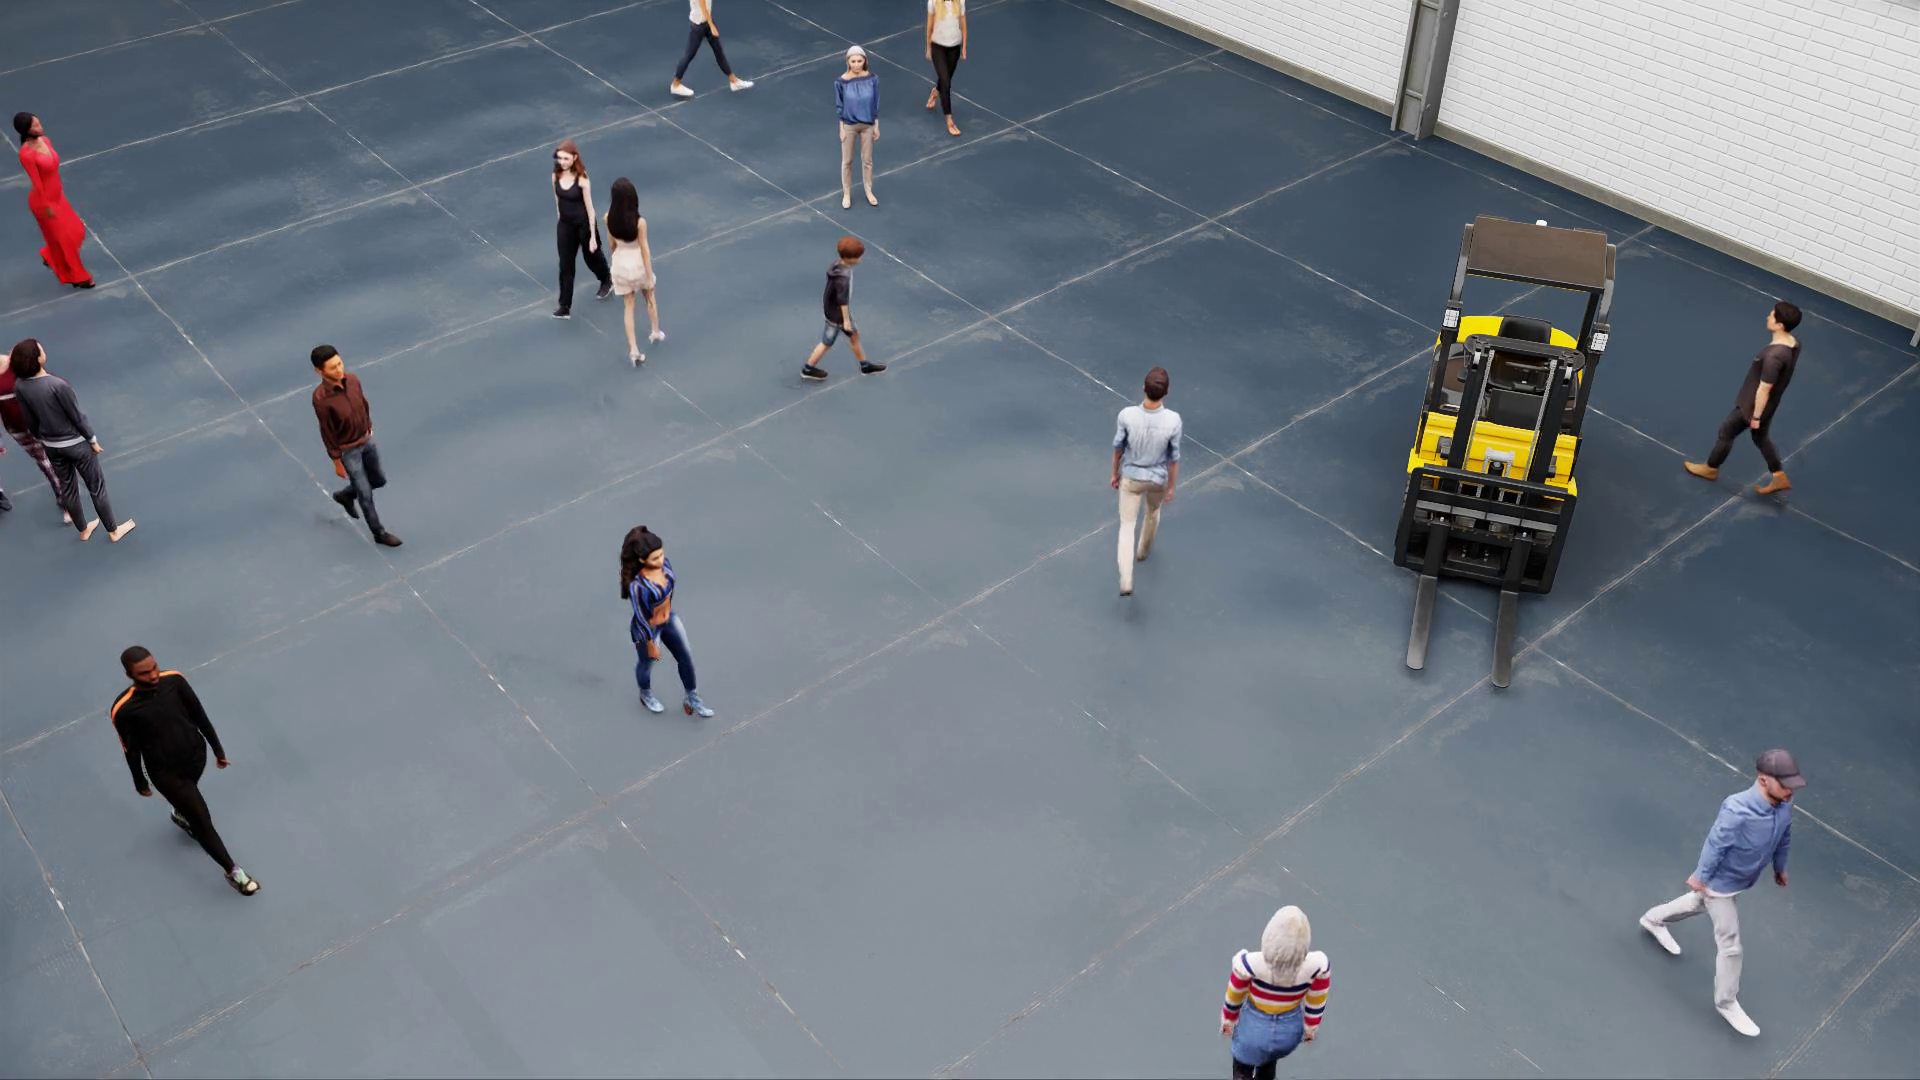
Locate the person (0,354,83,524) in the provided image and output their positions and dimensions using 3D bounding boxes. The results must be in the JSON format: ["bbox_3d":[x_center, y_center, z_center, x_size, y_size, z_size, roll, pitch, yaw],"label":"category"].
[{"bbox_3d":[-7.207,-0.963,12.901,0.844,1.687,0.907,-5,39,-6],"label":"person"}]

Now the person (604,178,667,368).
[{"bbox_3d":[-2.912,-2.288,14.540,0.855,1.712,0.879,10,40,13],"label":"person"}]

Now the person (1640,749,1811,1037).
[{"bbox_3d":[4.263,1.801,9.311,0.787,1.848,1.183,-20,43,-23],"label":"person"}]

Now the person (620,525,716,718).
[{"bbox_3d":[-2.093,0.553,11.075,0.901,1.597,0.798,18,42,22],"label":"person"}]

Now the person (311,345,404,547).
[{"bbox_3d":[-4.638,-0.708,12.519,1.004,1.766,0.873,16,41,19],"label":"person"}]

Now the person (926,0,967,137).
[{"bbox_3d":[-0.212,-5.463,18.457,0.866,1.785,1.197,-11,40,-14],"label":"person"}]

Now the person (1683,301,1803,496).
[{"bbox_3d":[6.353,-1.077,13.037,0.656,1.696,1.049,-31,48,-33],"label":"person"}]

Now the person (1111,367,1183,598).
[{"bbox_3d":[1.323,-0.393,12.083,1.156,1.817,1.173,6,39,7],"label":"person"}]

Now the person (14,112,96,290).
[{"bbox_3d":[-8.612,-3.159,15.589,0.893,1.775,0.836,2,39,2],"label":"person"}]

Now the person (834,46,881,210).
[{"bbox_3d":[-1.042,-4.228,16.990,0.704,1.697,0.715,-8,39,-10],"label":"person"}]

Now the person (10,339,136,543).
[{"bbox_3d":[-6.754,-0.743,12.561,0.681,1.768,0.740,3,39,4],"label":"person"}]

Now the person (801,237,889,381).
[{"bbox_3d":[-1.117,-1.975,14.402,1.019,1.396,0.981,0,39,0],"label":"person"}]

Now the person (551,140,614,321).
[{"bbox_3d":[-3.453,-2.910,15.341,1.146,1.685,1.077,12,40,14],"label":"person"}]

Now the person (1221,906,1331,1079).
[{"bbox_3d":[1.571,2.542,8.427,1.015,1.794,1.105,1,39,1],"label":"person"}]

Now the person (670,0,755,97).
[{"bbox_3d":[-3.060,-5.880,19.003,1.144,1.755,1.183,-2,39,-3],"label":"person"}]

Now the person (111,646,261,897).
[{"bbox_3d":[-4.768,1.294,10.021,1.280,1.755,0.890,23,44,26],"label":"person"}]
